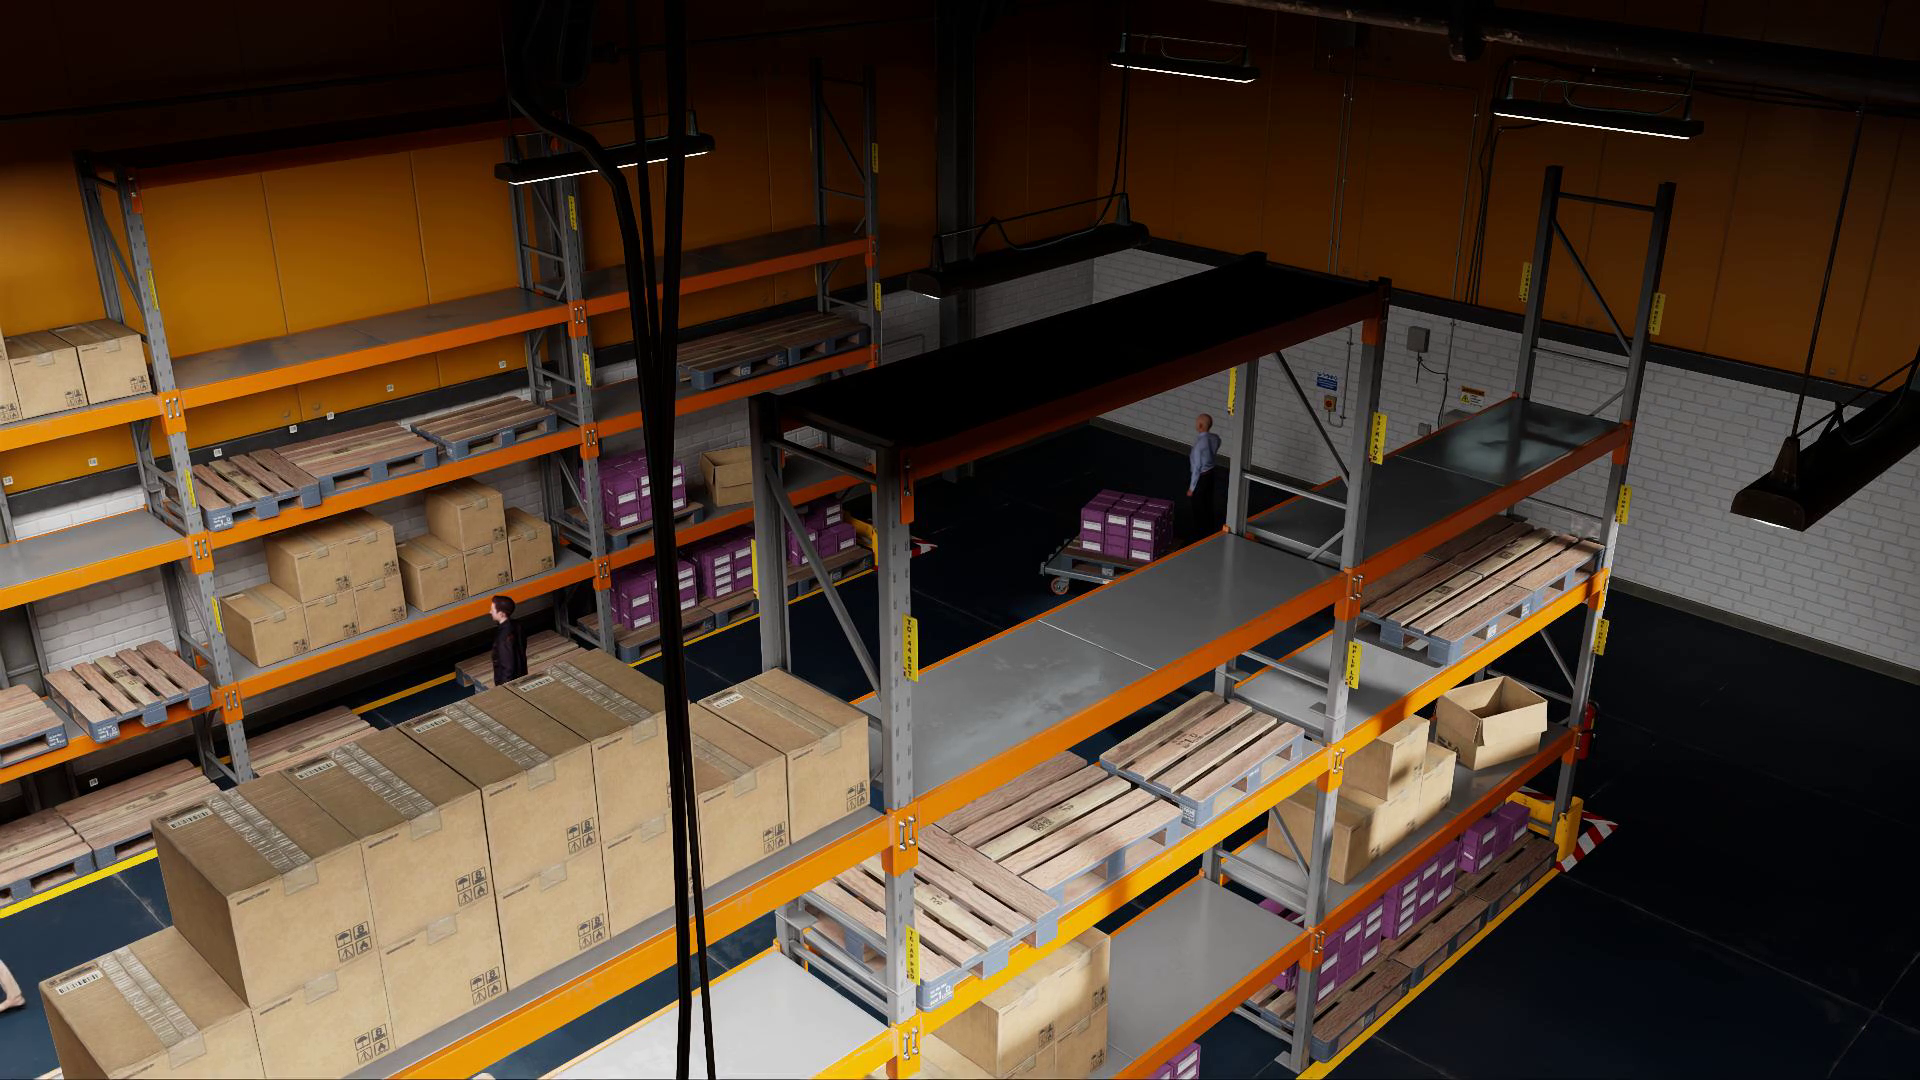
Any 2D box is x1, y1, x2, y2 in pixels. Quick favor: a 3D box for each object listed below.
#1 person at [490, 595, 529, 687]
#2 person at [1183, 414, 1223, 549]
[{"bbox_3d":[-4.253,1.393,15.797,0.831,1.914,0.770,0,24,0],"label":"person"},{"bbox_3d":[3.029,-0.722,20.788,0.701,1.791,0.503,20,31,38],"label":"person"}]
